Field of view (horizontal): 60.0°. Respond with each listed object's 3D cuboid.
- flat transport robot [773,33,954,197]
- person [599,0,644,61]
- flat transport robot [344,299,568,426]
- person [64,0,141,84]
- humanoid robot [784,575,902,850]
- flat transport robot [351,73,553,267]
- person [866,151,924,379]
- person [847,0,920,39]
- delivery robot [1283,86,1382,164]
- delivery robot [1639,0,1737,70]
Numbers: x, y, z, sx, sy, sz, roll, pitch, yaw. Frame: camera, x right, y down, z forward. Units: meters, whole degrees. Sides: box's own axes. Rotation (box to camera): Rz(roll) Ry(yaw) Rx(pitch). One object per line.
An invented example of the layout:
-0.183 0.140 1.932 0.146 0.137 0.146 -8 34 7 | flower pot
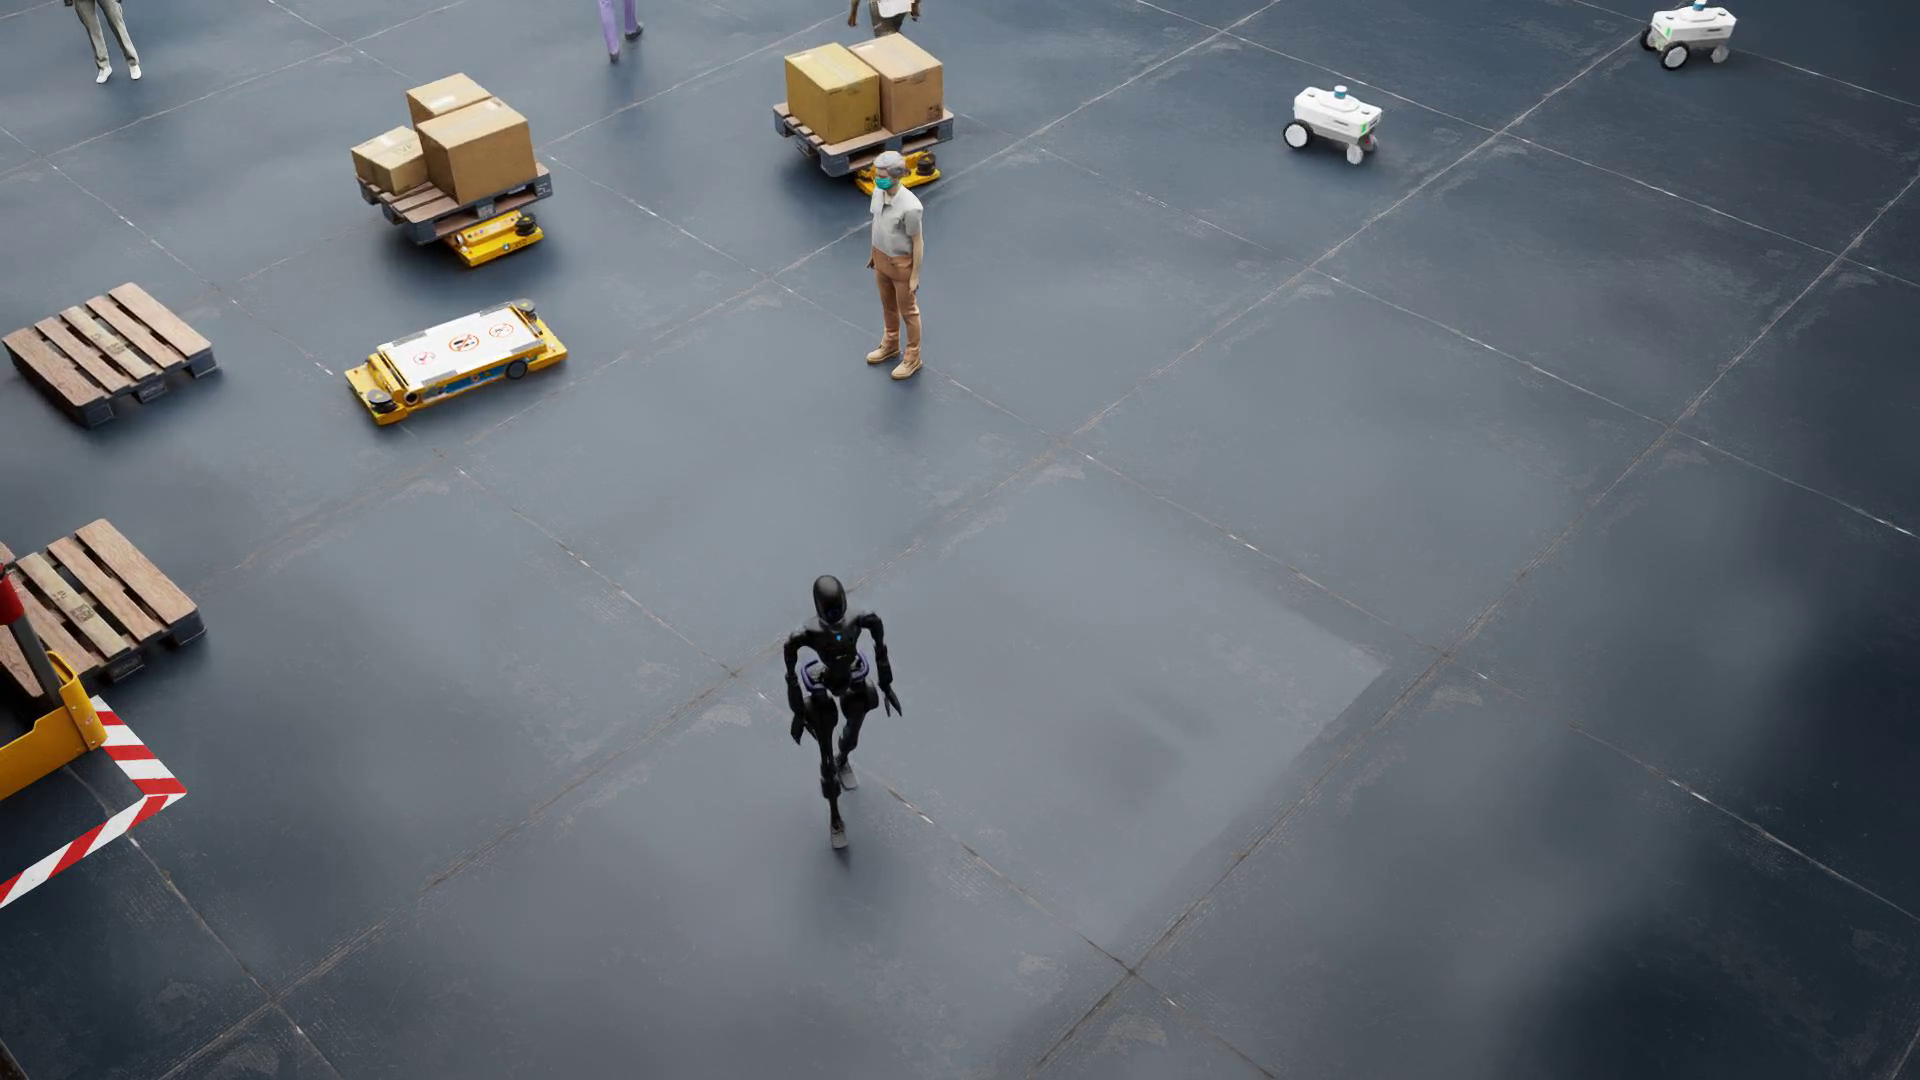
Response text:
-0.825 -3.391 14.295 0.659 0.231 1.431 -24 47 -24 | flat transport robot
-3.204 -5.413 15.393 0.576 1.809 0.745 2 42 2 | person
-3.623 -1.295 11.965 1.431 0.231 0.659 -25 48 -25 | flat transport robot
-7.825 -4.937 14.987 0.521 1.639 0.304 -8 43 -9 | person
-0.585 0.835 8.559 0.591 1.639 0.688 -16 44 -17 | humanoid robot
-4.049 -2.690 13.516 0.659 0.231 1.431 -30 50 -29 | flat transport robot
-0.455 -1.921 11.556 0.307 1.744 0.497 -32 51 -30 | person
-0.669 -4.639 14.520 0.598 1.810 0.671 -28 49 -27 | person
3.234 -3.626 14.325 0.750 0.570 0.499 27 48 26 | delivery robot
6.848 -4.764 15.612 0.802 0.600 0.499 -6 42 -7 | delivery robot
